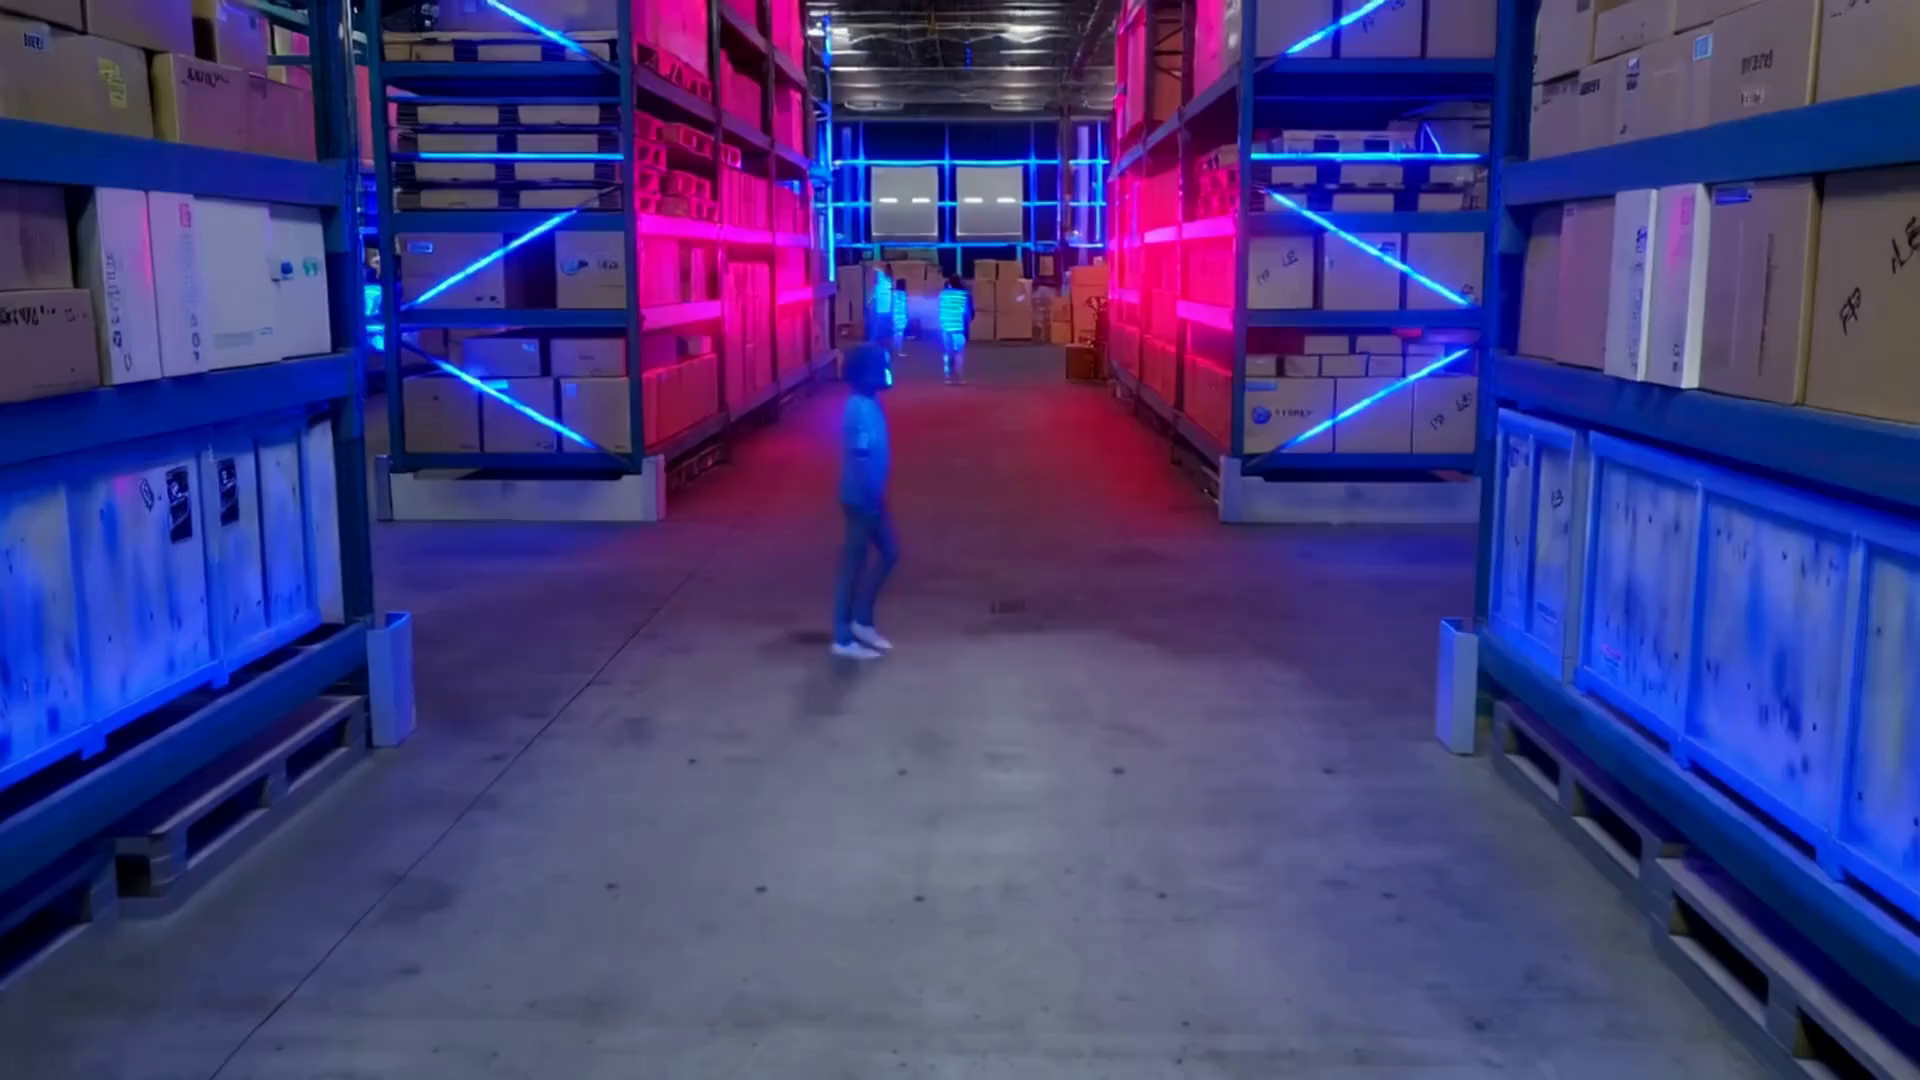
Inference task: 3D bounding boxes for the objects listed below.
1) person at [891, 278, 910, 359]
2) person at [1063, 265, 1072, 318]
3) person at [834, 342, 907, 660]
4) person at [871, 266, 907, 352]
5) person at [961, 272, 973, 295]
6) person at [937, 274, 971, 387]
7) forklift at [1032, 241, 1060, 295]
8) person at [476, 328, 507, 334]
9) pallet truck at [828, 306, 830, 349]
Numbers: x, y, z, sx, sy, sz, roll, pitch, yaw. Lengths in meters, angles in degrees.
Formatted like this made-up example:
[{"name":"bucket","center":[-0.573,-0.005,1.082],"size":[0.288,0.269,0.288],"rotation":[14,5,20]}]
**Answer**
[{"name":"person","center":[-1.270,-4.669,35.058],"size":[0.322,1.699,0.536],"rotation":[-5,11,-28]},{"name":"person","center":[3.930,-8.966,60.163],"size":[0.581,1.919,0.392],"rotation":[-7,12,-37]},{"name":"person","center":[-0.473,-0.186,8.429],"size":[0.417,1.622,0.498],"rotation":[2,10,11]},{"name":"person","center":[-1.682,-5.172,37.378],"size":[1.039,1.941,0.619],"rotation":[-3,10,-18]},{"name":"person","center":[0.312,-8.853,60.156],"size":[0.530,1.689,0.321],"rotation":[0,9,-2]},{"name":"person","center":[-0.075,-3.398,27.022],"size":[0.634,1.842,0.429],"rotation":[8,12,40]},{"name":"forklift","center":[3.181,-9.726,61.820],"size":[1.129,2.768,1.873],"rotation":[0,9,1]},{"name":"person","center":[-7.877,-3.605,27.971],"size":[0.552,1.936,0.360],"rotation":[0,9,3]},{"name":"pallet truck","center":[-3.100,-3.940,29.800],"size":[1.885,1.965,0.823],"rotation":[3,10,19]}]
